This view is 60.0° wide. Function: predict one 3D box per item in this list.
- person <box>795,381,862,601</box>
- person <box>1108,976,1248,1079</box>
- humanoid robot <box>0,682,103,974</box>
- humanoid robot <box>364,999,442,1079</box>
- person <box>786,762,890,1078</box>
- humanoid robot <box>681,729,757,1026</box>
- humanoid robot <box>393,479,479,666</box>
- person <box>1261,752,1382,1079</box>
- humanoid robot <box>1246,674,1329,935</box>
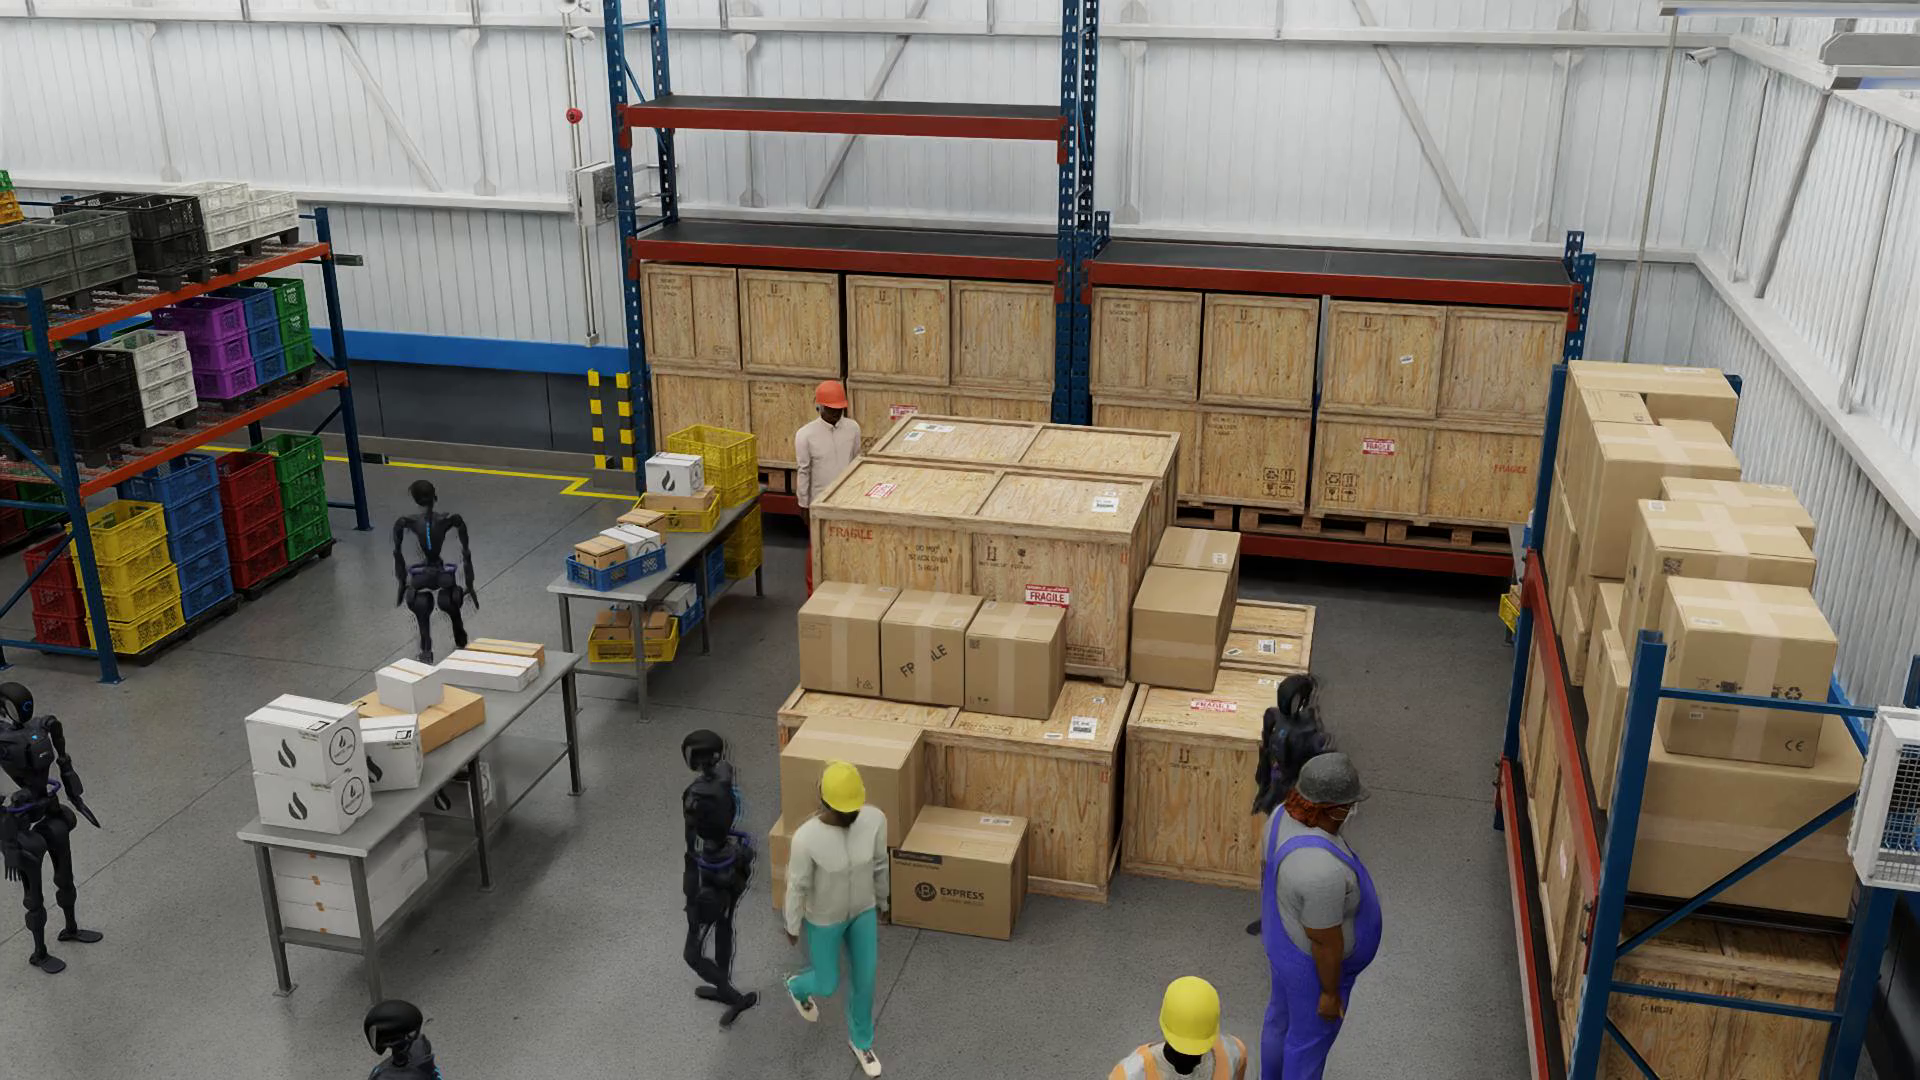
[{"bbox_3d":[-1.040,-0.336,13.522,0.614,1.986,0.393,-14,25,-31],"label":"person"},{"bbox_3d":[0.820,2.459,6.294,0.591,1.922,0.375,-9,23,-23],"label":"person"},{"bbox_3d":[-4.996,1.533,9.042,0.327,1.657,0.589,5,22,13],"label":"humanoid robot"},{"bbox_3d":[-2.135,2.503,6.505,0.330,1.657,0.587,-1,21,-2],"label":"humanoid robot"},{"bbox_3d":[-0.617,1.812,8.231,0.549,1.743,0.579,-12,24,-28],"label":"person"},{"bbox_3d":[-1.291,1.708,8.595,0.479,1.646,0.613,7,22,18],"label":"humanoid robot"},{"bbox_3d":[-3.874,0.344,12.261,0.602,1.639,0.713,-4,21,-11],"label":"humanoid robot"},{"bbox_3d":[1.656,1.880,7.650,0.540,2.000,0.688,-3,21,-7],"label":"person"},{"bbox_3d":[1.939,1.448,9.302,0.576,1.626,0.611,-13,25,-31],"label":"humanoid robot"}]
